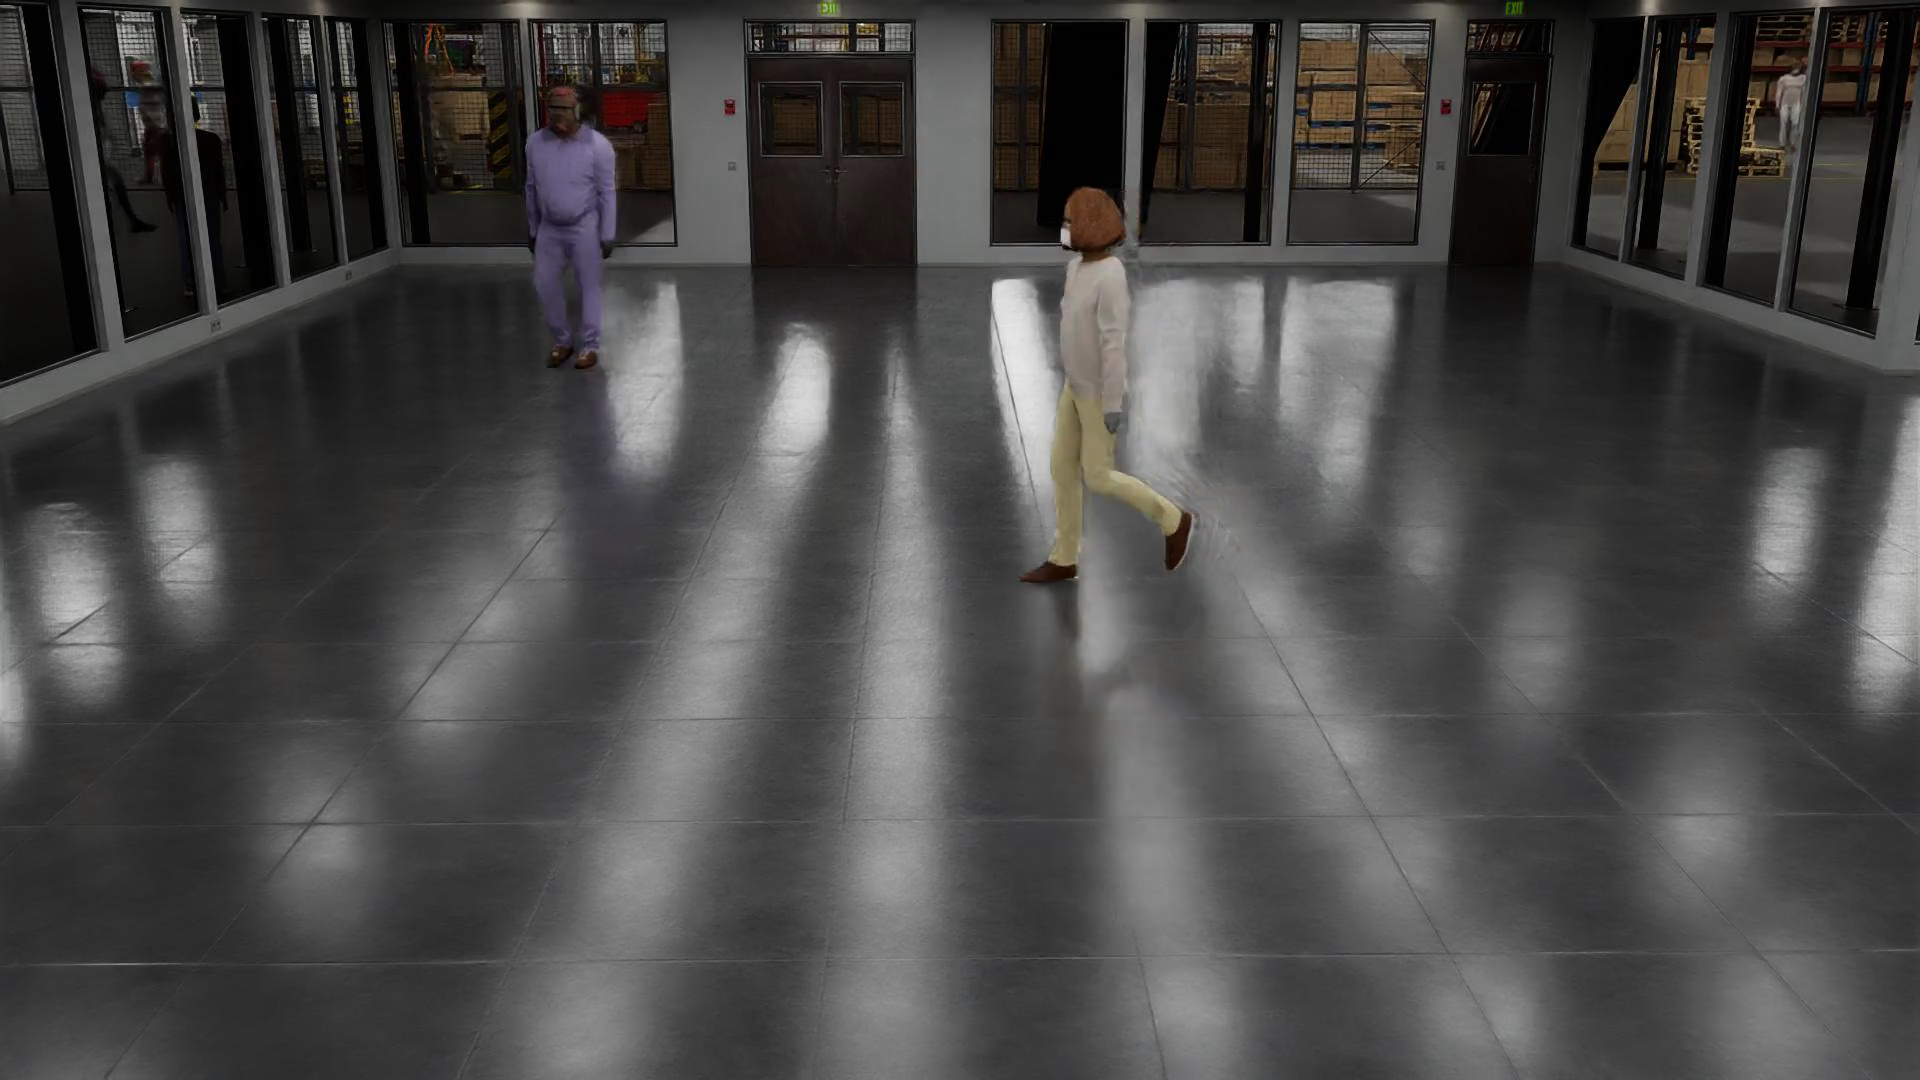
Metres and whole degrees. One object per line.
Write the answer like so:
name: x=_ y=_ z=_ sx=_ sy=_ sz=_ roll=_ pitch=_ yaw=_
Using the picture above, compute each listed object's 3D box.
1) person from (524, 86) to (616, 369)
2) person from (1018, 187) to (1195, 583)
person: x=-2.646 y=-2.086 z=11.224 sx=0.679 sy=1.887 sz=0.542 roll=3 pitch=17 yaw=9
person: x=0.593 y=-0.598 z=6.661 sx=0.646 sy=1.612 sz=0.504 roll=-4 pitch=17 yaw=-15
